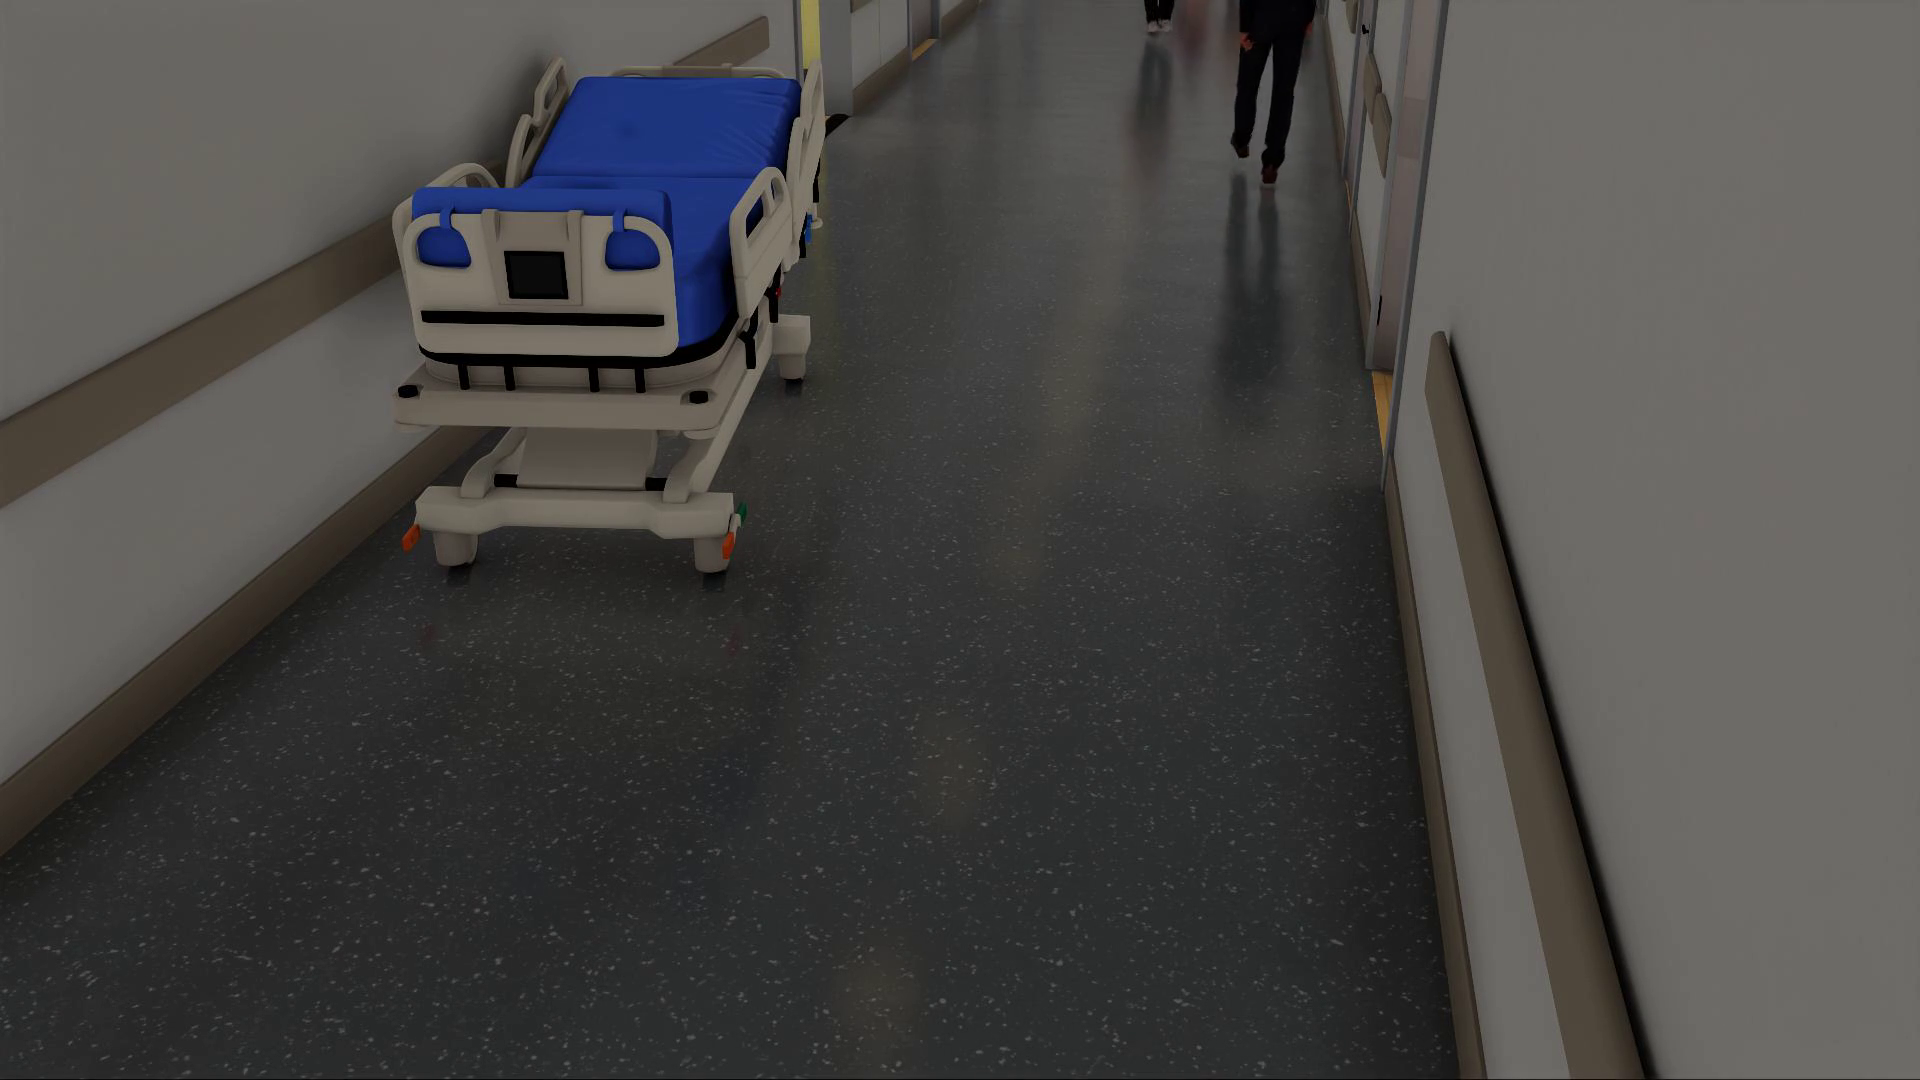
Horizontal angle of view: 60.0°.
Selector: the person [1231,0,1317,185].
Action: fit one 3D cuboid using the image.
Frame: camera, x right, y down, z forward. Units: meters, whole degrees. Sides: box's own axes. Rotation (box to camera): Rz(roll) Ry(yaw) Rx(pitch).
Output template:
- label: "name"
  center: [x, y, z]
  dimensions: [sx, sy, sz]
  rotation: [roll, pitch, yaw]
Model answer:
- label: "person"
  center: [1.900, -3.060, 9.943]
  dimensions: [1.080, 1.827, 0.754]
  rotation: [3, 26, 6]
